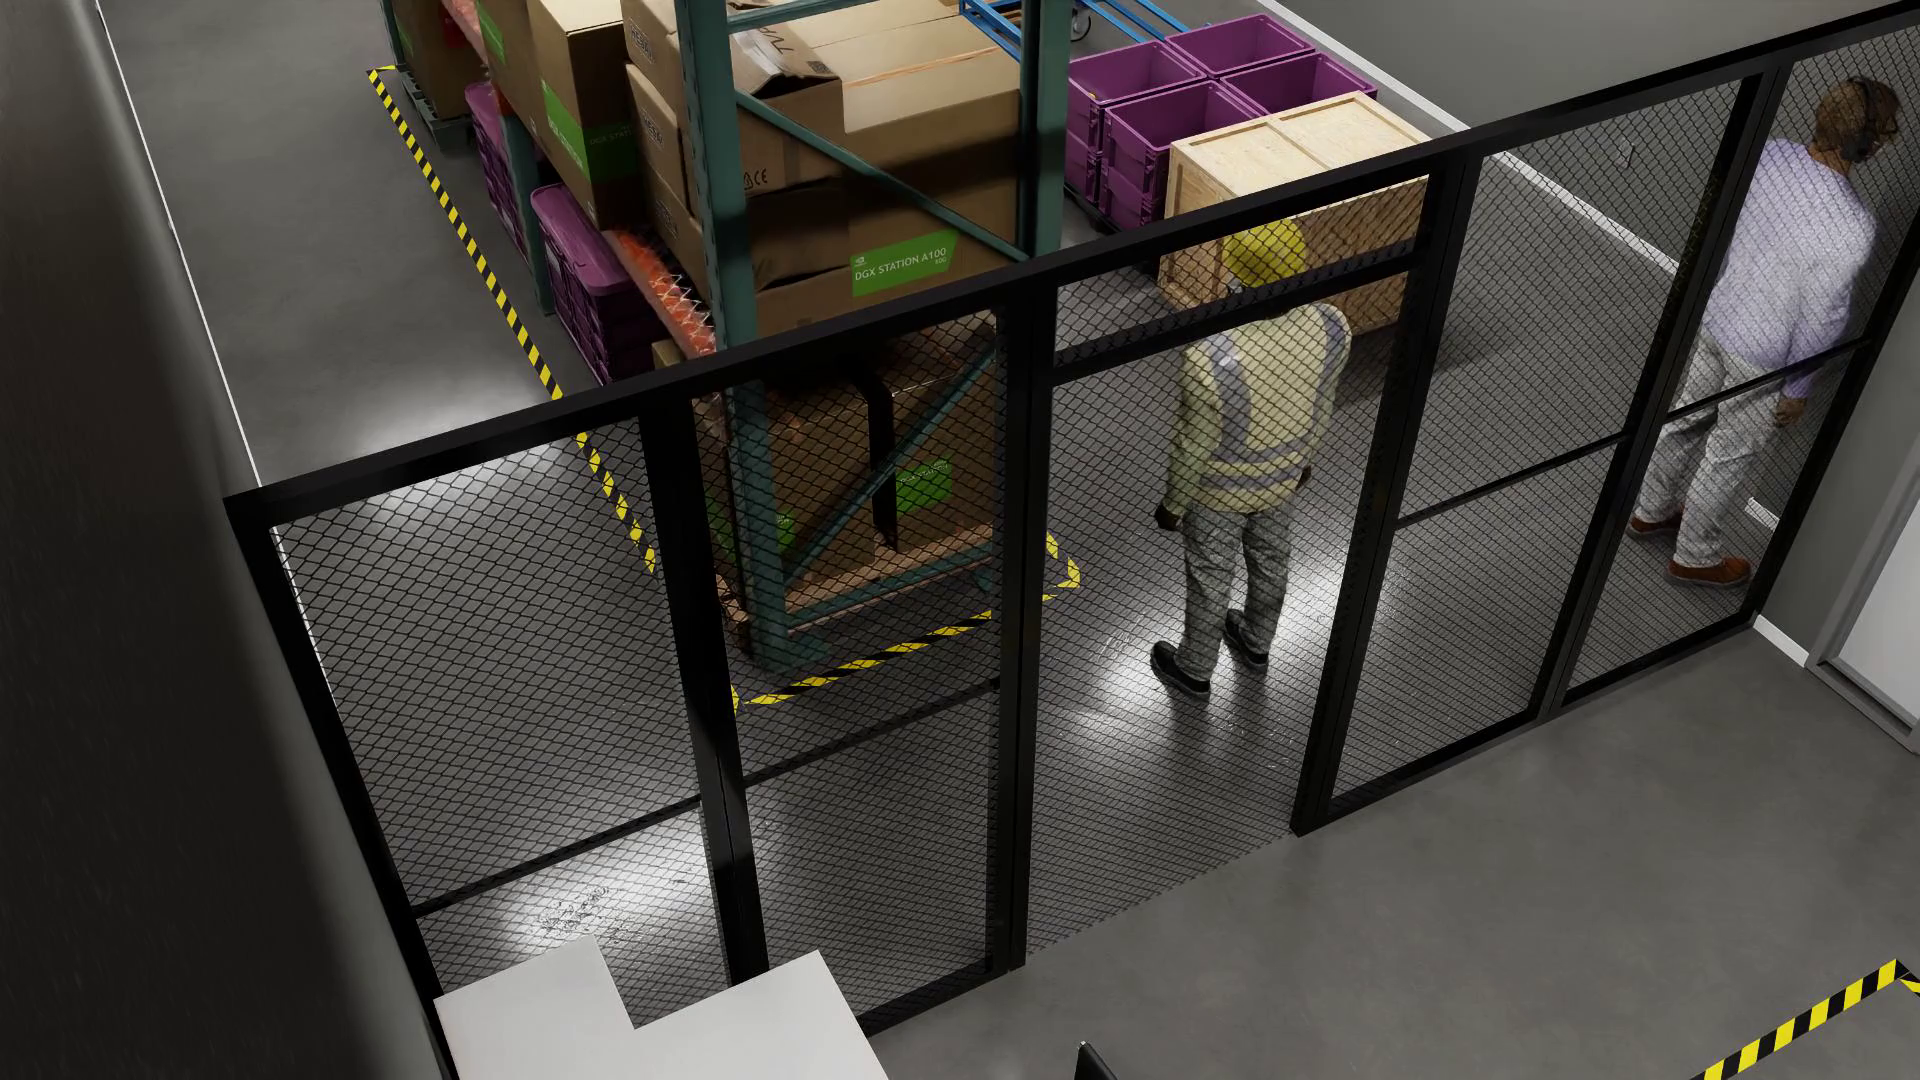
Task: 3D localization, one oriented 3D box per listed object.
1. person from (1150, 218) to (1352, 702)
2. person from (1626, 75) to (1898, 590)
[{"bbox_3d":[0.883,-0.230,5.274,0.586,1.835,0.403,-19,46,-20],"label":"person"},{"bbox_3d":[2.725,-0.680,5.689,0.376,1.940,0.629,-7,43,-8],"label":"person"}]
